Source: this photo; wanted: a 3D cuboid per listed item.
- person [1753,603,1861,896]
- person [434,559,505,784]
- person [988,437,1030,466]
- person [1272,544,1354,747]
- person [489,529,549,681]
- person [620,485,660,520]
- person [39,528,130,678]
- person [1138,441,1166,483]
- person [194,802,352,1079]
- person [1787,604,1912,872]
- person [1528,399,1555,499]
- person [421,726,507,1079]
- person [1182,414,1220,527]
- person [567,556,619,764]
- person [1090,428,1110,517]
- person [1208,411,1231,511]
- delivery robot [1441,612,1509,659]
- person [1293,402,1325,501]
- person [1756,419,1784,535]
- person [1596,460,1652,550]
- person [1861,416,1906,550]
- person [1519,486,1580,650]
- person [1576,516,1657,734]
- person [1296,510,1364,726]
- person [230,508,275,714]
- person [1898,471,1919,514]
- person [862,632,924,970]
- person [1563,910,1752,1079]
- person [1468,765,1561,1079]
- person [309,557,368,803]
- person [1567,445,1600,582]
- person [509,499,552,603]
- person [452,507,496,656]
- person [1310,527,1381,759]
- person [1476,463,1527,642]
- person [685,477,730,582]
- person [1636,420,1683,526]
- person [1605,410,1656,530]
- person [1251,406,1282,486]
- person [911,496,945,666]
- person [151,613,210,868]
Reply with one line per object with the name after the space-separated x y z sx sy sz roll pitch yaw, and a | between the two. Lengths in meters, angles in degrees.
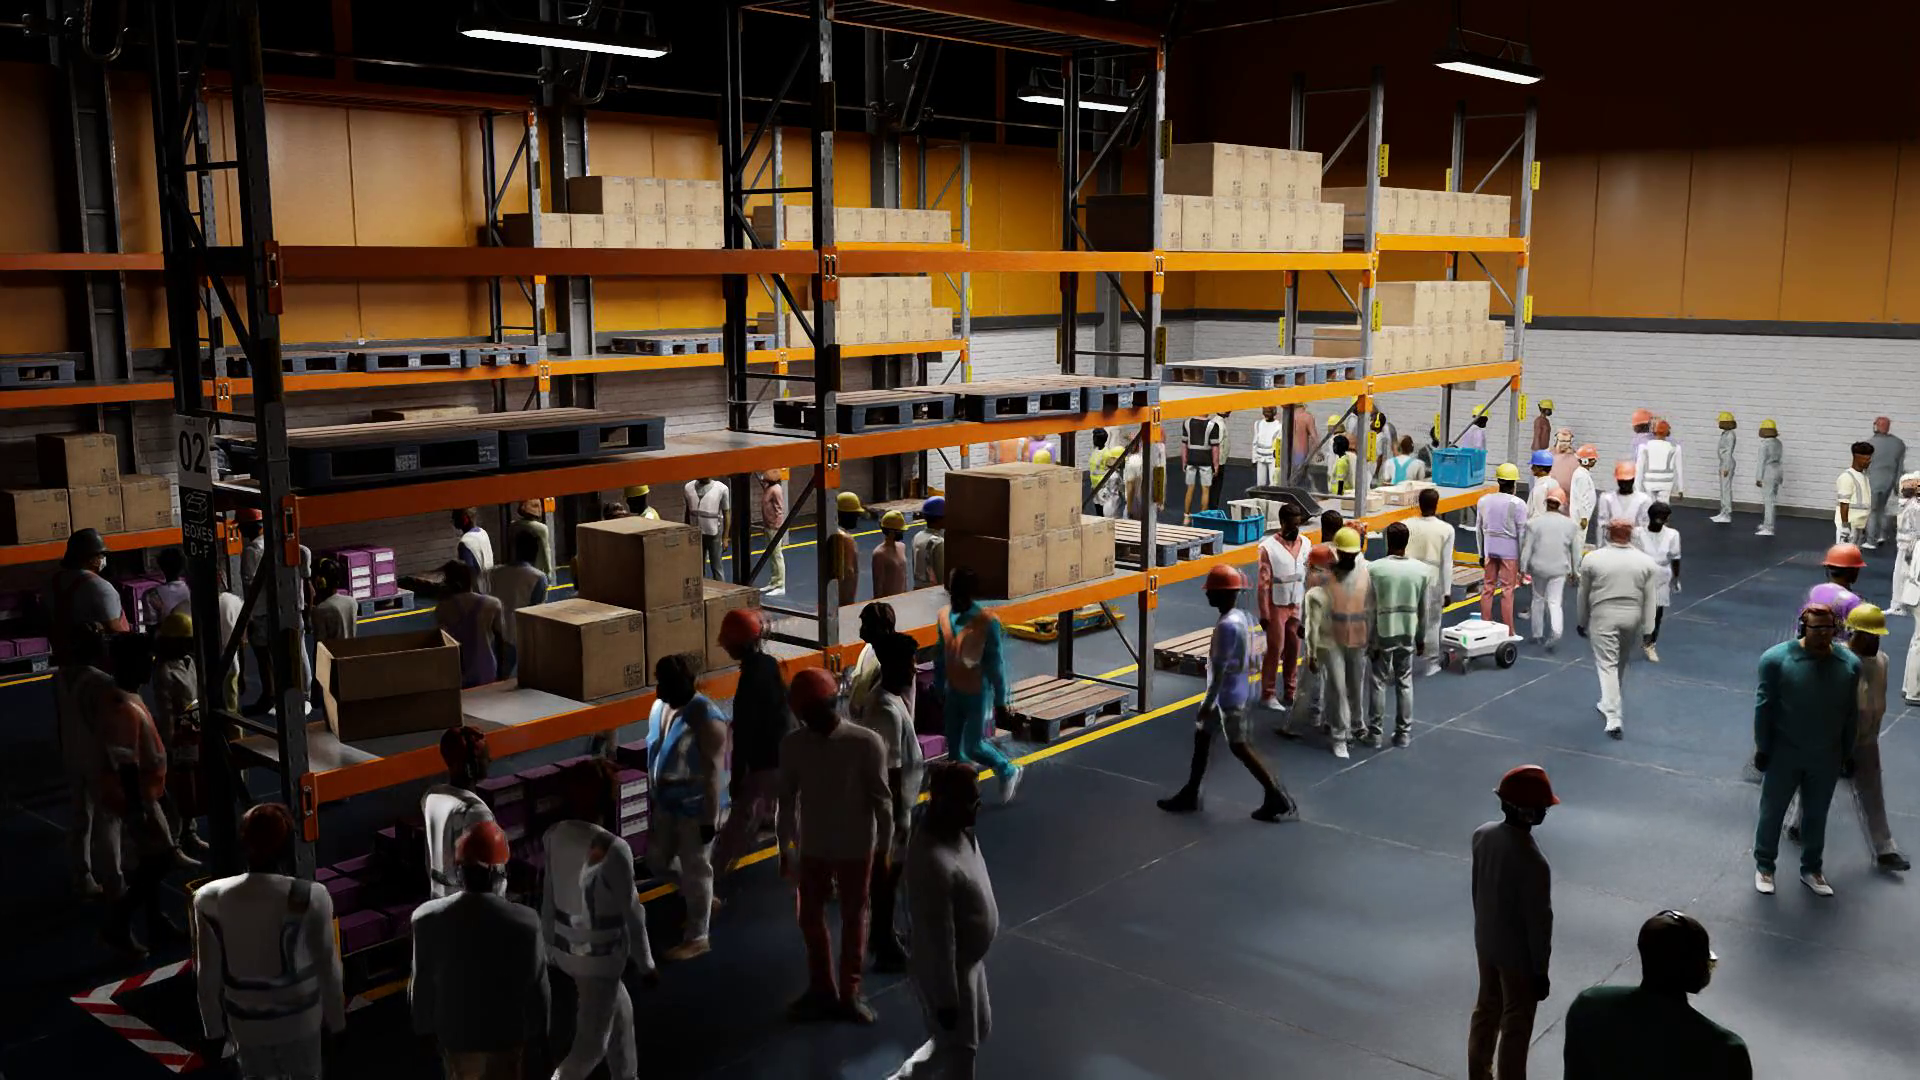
5.432 1.341 10.676 0.636 1.911 0.404 1 10 7 | person
-3.752 1.034 12.803 0.485 1.812 0.670 -2 10 -11 | person
0.704 -0.887 23.919 0.594 1.924 0.382 0 10 3 | person
3.036 0.879 13.996 0.584 1.720 0.696 -7 12 -38 | person
-3.658 0.838 13.849 0.667 1.852 1.021 4 10 24 | person
-3.187 0.321 16.780 0.423 1.909 0.583 -2 10 -9 | person
-6.689 0.906 12.876 0.685 2.000 0.535 4 10 21 | person
2.850 -0.936 25.133 0.515 1.616 0.654 2 10 13 | person
-2.854 2.007 6.843 0.573 1.866 0.578 1 10 3 | person
6.028 1.310 11.246 0.612 1.783 0.929 -2 10 -14 | person
9.860 -1.512 28.164 0.342 1.761 0.526 8 12 38 | person
-2.335 1.809 7.956 0.572 1.883 0.356 9 13 44 | person
3.694 -1.191 25.450 0.614 2.029 0.409 6 11 31 | person
-2.899 0.971 13.421 0.614 1.742 0.499 8 12 39 | person
2.028 -0.772 23.931 0.321 1.693 0.530 -3 10 -19 | person
4.032 -1.231 25.808 0.408 1.986 0.616 0 10 1 | person
5.154 0.970 16.645 0.707 0.478 0.477 -6 11 -33 | delivery robot
5.607 -1.451 27.284 1.070 1.921 0.640 -6 11 -30 | person
12.101 -0.947 24.904 0.565 1.716 0.549 -5 11 -29 | person
7.342 0.046 18.411 0.556 1.914 0.752 5 11 25 | person
12.988 -0.816 23.631 0.647 1.890 0.581 -1 10 -4 | person
6.204 0.296 17.491 0.590 1.718 0.733 3 10 17 | person
5.725 0.730 14.511 0.622 1.860 1.010 1 10 4 | person
3.246 0.687 14.597 0.598 1.907 0.409 -4 10 -20 | person
-6.322 0.609 14.997 0.387 1.929 0.543 1 10 3 | person
11.394 -0.168 19.627 0.589 1.927 0.388 5 11 29 | person
-0.388 1.489 9.619 0.361 1.963 0.613 -1 10 -9 | person
2.318 2.180 5.585 0.379 1.937 0.629 -8 12 -38 | person
2.604 1.900 7.794 0.330 1.751 0.565 -2 10 -14 | person
-4.712 1.052 12.546 0.327 1.863 0.510 3 10 15 | person
7.932 -0.340 21.168 0.326 1.752 0.560 2 10 14 | person
-4.524 0.335 17.536 0.510 1.622 0.278 4 10 24 | person
-4.565 0.537 15.711 0.400 1.835 0.560 0 10 1 | person
3.198 0.807 13.901 0.595 1.903 0.806 0 10 -3 | person
5.805 0.136 17.811 0.363 1.928 0.587 -8 13 -41 | person
-2.904 -0.043 19.131 0.571 1.840 0.373 4 10 22 | person
9.735 -0.731 23.178 0.598 1.877 0.475 6 11 30 | person
9.627 -0.847 23.528 0.661 1.976 1.067 -7 12 -37 | person
4.877 -1.251 26.250 0.582 1.879 0.347 8 13 41 | person
-0.234 0.563 15.197 0.383 1.950 0.601 -5 11 -27 | person
-5.237 1.339 11.215 0.338 1.735 0.486 -1 10 -4 | person
